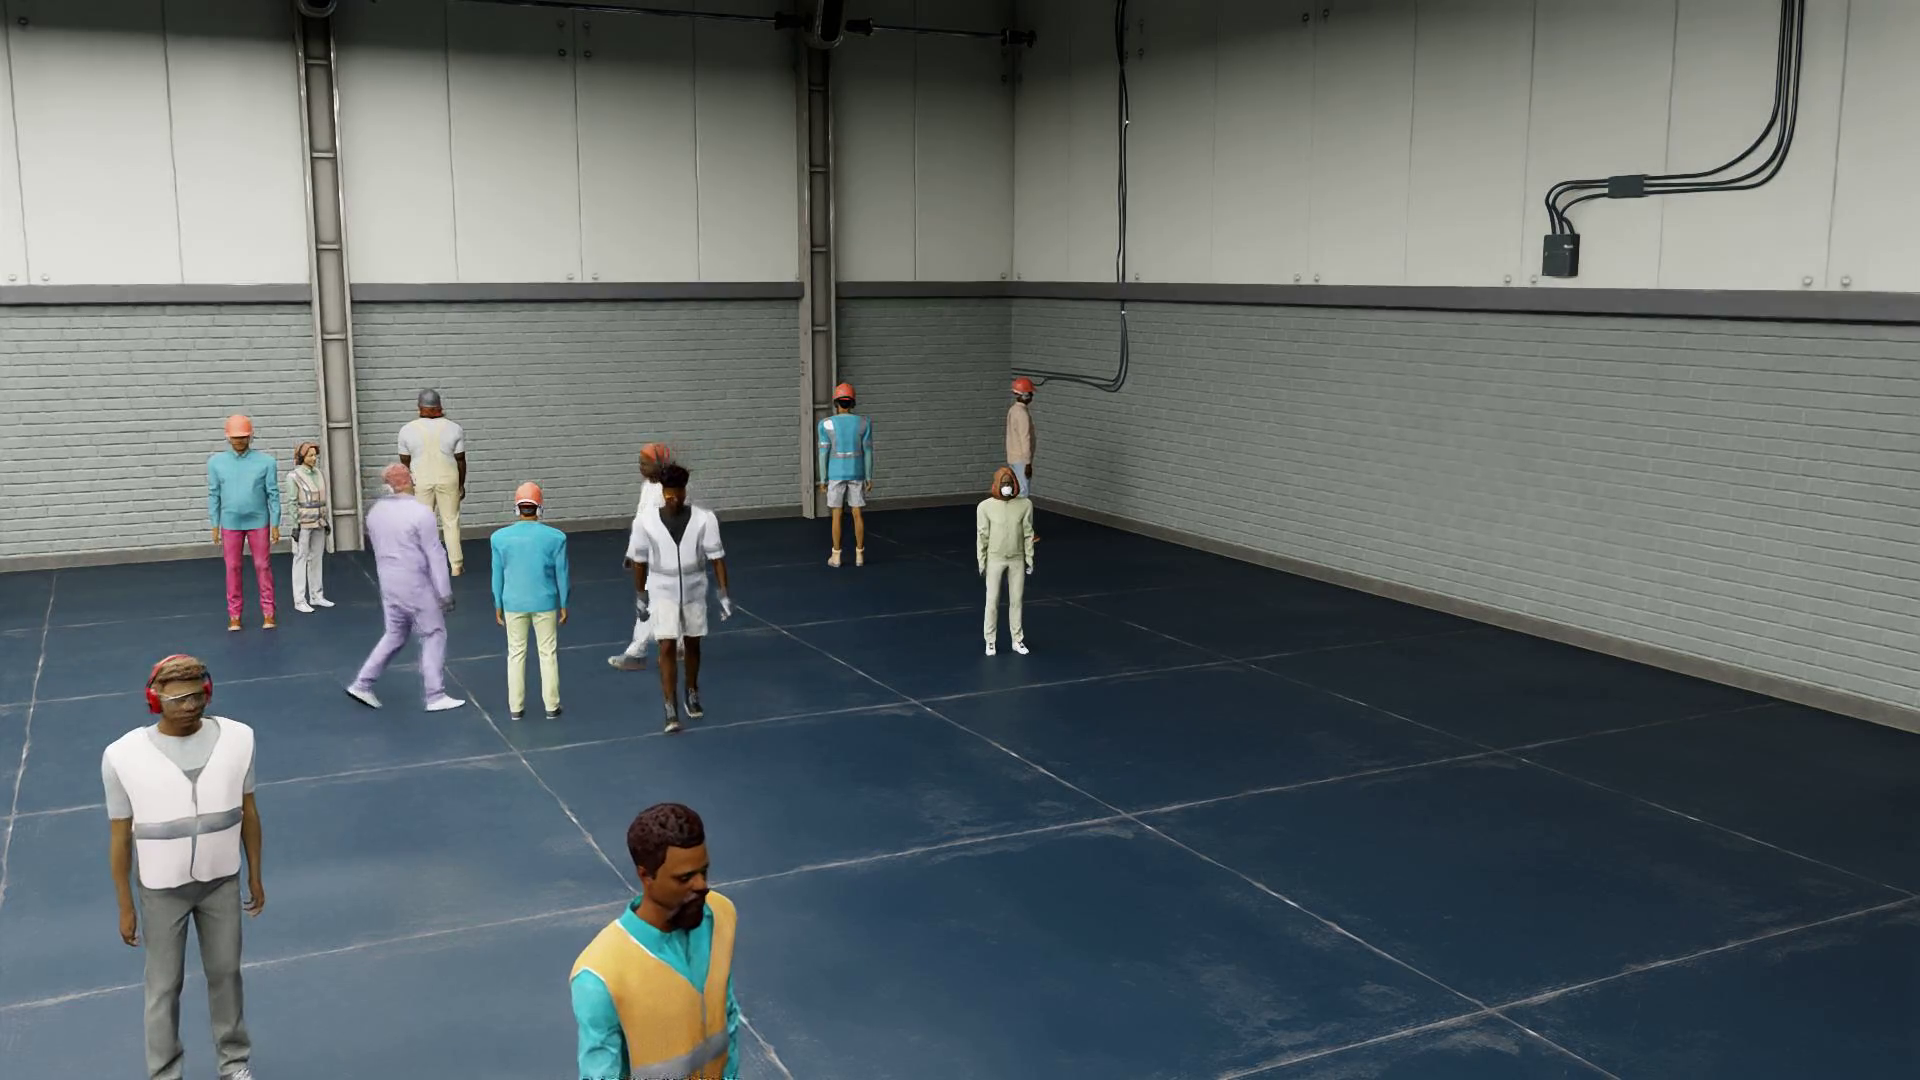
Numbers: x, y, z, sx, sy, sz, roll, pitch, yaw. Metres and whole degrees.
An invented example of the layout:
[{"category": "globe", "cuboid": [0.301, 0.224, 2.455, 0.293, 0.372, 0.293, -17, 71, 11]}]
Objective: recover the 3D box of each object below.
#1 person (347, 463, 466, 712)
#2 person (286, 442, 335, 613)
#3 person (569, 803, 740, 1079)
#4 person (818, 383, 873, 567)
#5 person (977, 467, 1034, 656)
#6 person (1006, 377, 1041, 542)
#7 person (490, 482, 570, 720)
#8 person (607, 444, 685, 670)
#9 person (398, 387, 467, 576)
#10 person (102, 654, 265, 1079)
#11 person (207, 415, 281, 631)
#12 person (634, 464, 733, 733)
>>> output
[{"category": "person", "cuboid": [-4.109, 0.370, 12.306, 0.698, 1.873, 0.637, 7, 12, 37]}, {"category": "person", "cuboid": [-6.281, -0.130, 16.062, 0.311, 1.638, 0.523, 3, 10, 17]}, {"category": "person", "cuboid": [-0.806, 1.617, 4.480, 0.390, 1.910, 0.606, 5, 10, 27]}, {"category": "person", "cuboid": [-1.269, -0.716, 18.436, 0.607, 2.044, 0.374, -2, 9, -13]}, {"category": "person", "cuboid": [0.387, 0.183, 14.187, 0.498, 1.627, 0.280, -2, 9, -13]}, {"category": "person", "cuboid": [0.754, -0.970, 20.155, 0.389, 1.993, 0.648, -2, 10, -15]}, {"category": "person", "cuboid": [-3.142, 0.447, 12.199, 0.558, 1.744, 0.345, -2, 9, -11]}, {"category": "person", "cuboid": [-2.599, 0.143, 13.716, 0.869, 1.855, 0.585, -5, 11, -30]}, {"category": "person", "cuboid": [-5.645, -0.621, 17.853, 0.684, 2.000, 0.538, -3, 10, -16]}, {"category": "person", "cuboid": [-2.994, 1.332, 6.465, 0.560, 1.837, 0.387, -9, 13, -42]}, {"category": "person", "cuboid": [-6.516, -0.155, 15.169, 0.605, 1.986, 0.405, -3, 10, -16]}, {"category": "person", "cuboid": [-1.991, 0.403, 11.935, 0.653, 1.906, 0.936, -3, 10, -16]}]
